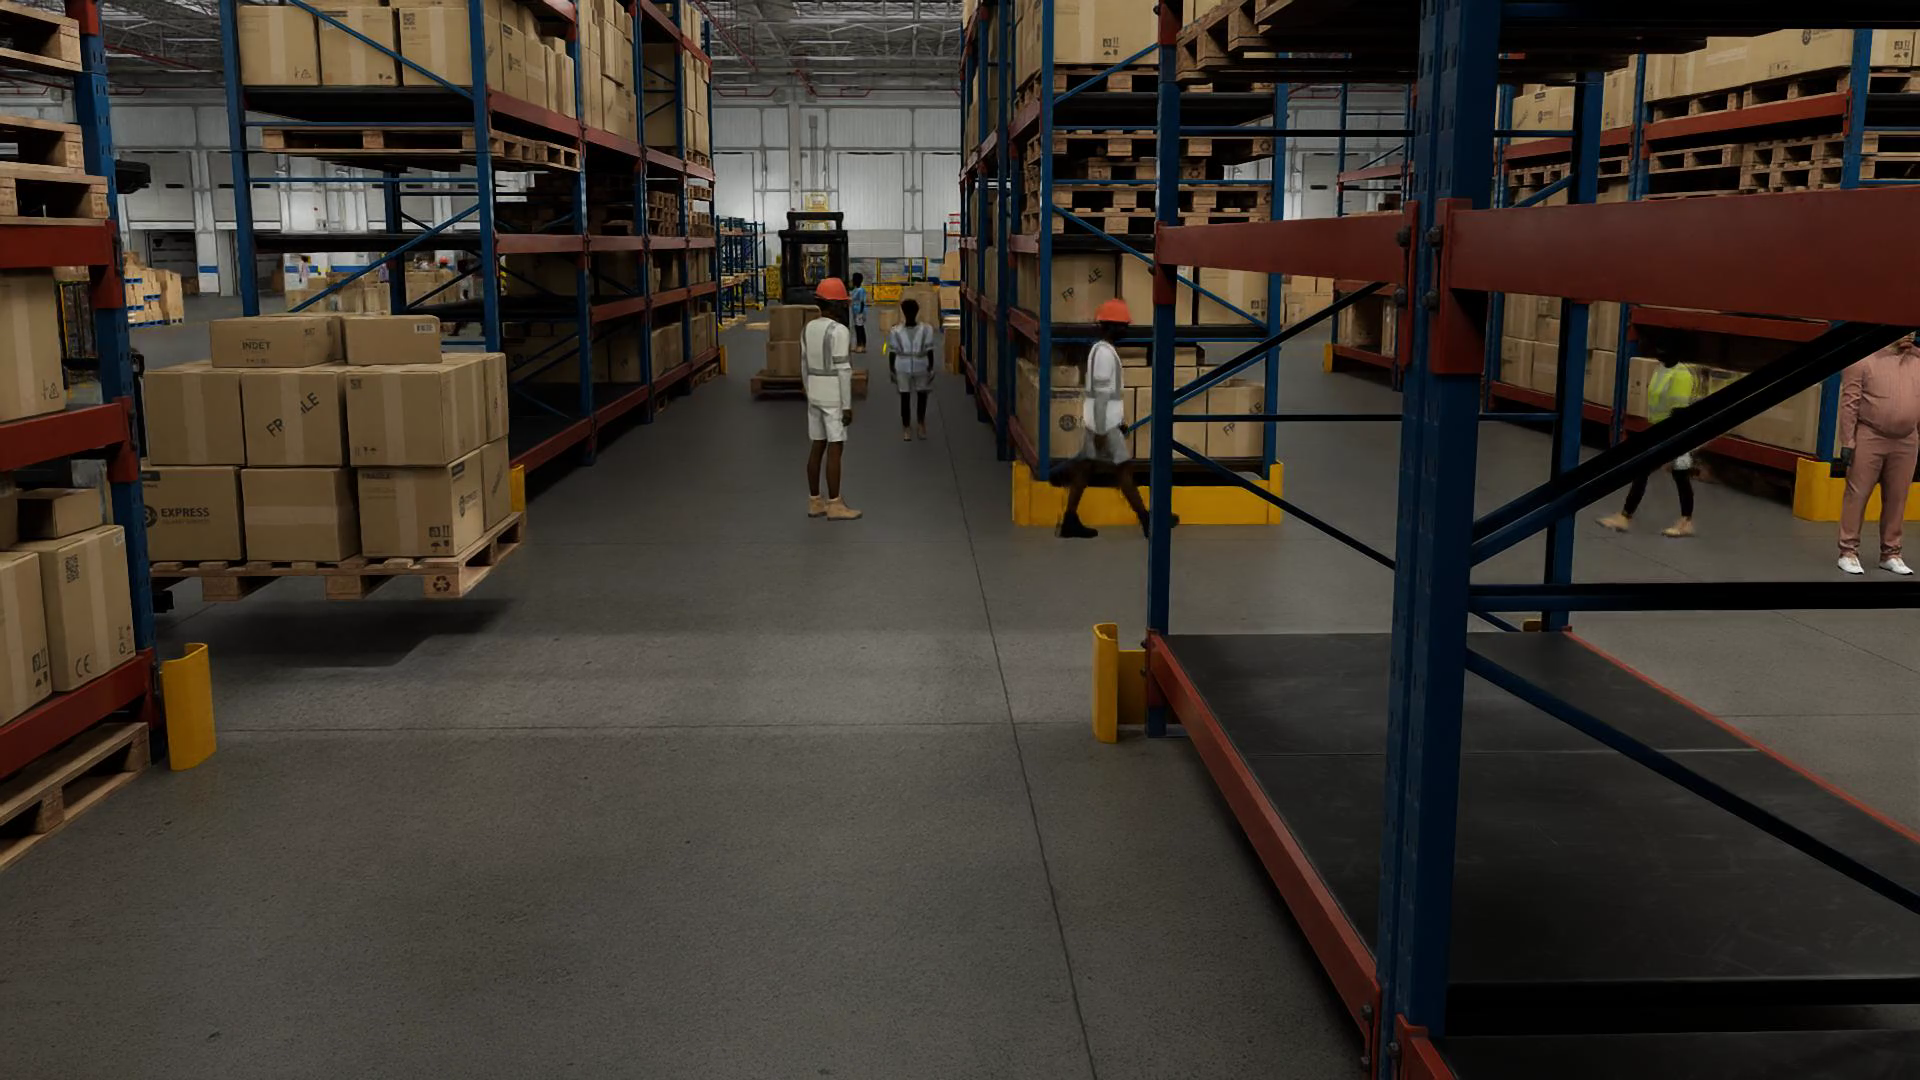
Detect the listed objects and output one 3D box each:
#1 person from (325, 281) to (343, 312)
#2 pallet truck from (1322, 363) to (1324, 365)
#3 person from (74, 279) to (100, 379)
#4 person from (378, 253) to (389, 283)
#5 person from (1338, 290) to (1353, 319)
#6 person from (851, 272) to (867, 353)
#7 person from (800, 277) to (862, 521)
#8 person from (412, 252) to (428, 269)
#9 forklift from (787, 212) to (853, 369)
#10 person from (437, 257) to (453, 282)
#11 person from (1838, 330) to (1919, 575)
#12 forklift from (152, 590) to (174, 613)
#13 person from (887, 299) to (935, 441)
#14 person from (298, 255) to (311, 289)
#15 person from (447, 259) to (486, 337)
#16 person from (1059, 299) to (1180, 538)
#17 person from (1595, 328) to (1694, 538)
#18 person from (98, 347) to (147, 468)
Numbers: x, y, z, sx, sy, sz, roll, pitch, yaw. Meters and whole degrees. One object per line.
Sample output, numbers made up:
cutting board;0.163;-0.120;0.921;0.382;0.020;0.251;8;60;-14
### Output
person;-11.503;-3.916;30.445;0.775;1.610;0.511;0;10;3
pallet truck;7.712;-4.157;30.737;1.885;1.965;0.823;3;11;16
person;-14.777;-3.598;28.363;0.546;1.723;0.503;-8;13;-36
person;-21.563;-9.782;62.313;0.396;1.919;0.582;1;10;5
person;8.161;-4.853;34.935;0.631;1.897;0.988;5;11;25
person;-2.148;-4.802;35.168;0.317;1.695;0.540;-4;11;-23
person;-1.093;-1.186;14.056;0.396;2.044;0.609;-8;13;-38
person;-18.057;-8.673;55.774;0.683;2.000;0.944;8;13;37
forklift;-2.375;-4.036;27.606;1.129;2.768;1.873;0;10;-2
person;-14.162;-6.791;45.622;0.651;1.912;0.576;5;12;28
person;6.537;-0.693;11.732;0.642;1.900;0.401;0;10;2
forklift;-5.858;-0.811;9.639;1.873;2.768;1.129;-1;10;-3
person;-0.572;-1.976;19.460;0.559;1.674;0.542;0;10;-2
person;-26.338;-10.544;66.923;0.987;1.793;0.635;-10;14;-43
person;-12.112;-5.950;40.964;1.002;1.924;0.619;1;10;3
person;1.239;-0.937;13.089;0.976;1.886;0.568;0;10;-1
person;5.481;-0.836;13.133;0.808;1.658;0.556;-1;10;-4
person;-5.877;-0.554;11.719;0.391;1.624;0.509;1;10;6
